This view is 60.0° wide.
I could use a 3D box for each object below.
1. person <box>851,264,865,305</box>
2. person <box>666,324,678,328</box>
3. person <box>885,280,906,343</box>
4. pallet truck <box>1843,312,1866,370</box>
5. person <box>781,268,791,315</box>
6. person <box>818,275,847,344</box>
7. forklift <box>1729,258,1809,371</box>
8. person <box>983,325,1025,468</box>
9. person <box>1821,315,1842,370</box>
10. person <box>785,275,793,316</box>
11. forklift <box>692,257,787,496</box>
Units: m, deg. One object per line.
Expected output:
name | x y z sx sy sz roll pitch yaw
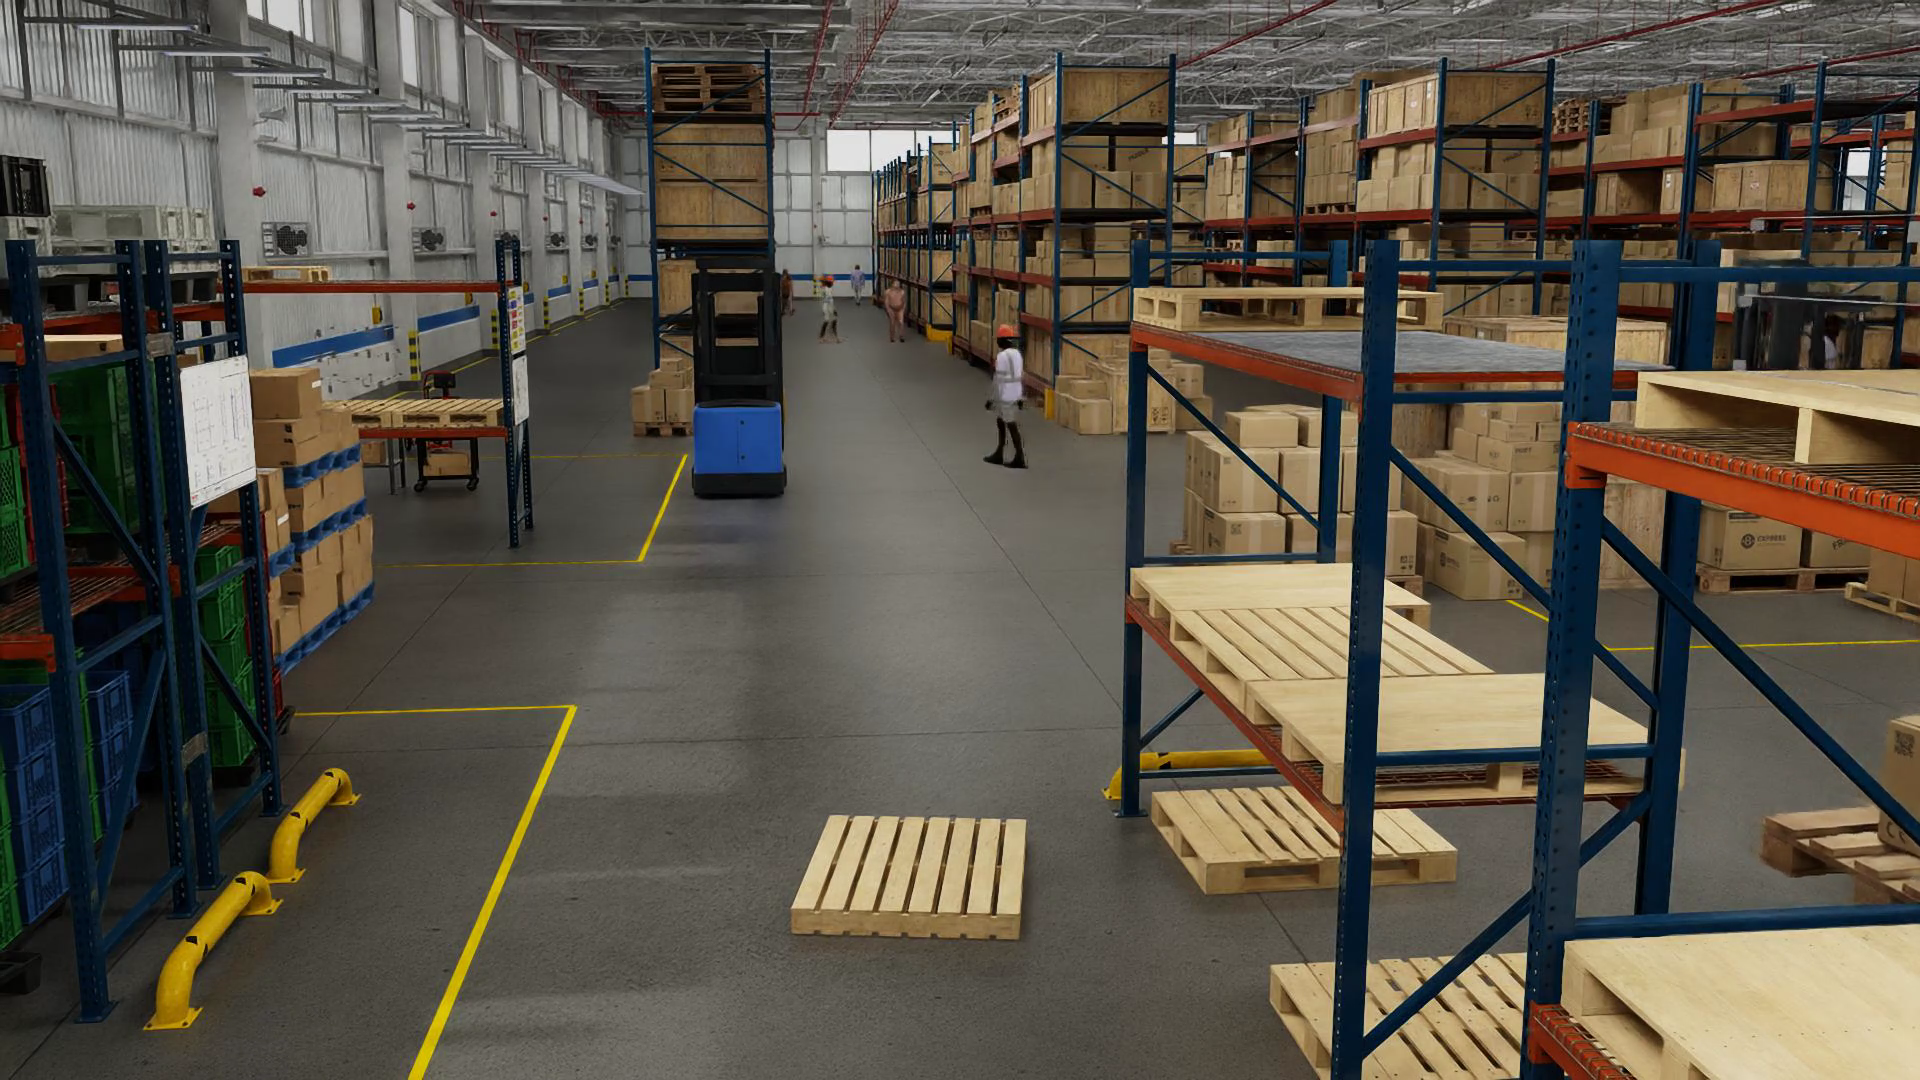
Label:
person | -4.769 -11.898 77.584 0.635 1.903 0.926 1 10 6
person | -7.497 -5.705 43.825 0.540 1.695 0.317 -8 13 -37
person | -1.889 -6.771 49.292 0.642 1.853 1.008 -3 11 -14
pallet truck | 15.846 -3.142 28.793 1.885 1.965 0.823 2 10 12
person | -7.087 -10.019 67.231 0.498 1.911 0.686 4 11 22
person | -3.715 -6.717 48.582 0.961 2.003 0.619 -1 10 -7
forklift | 9.127 -1.816 18.994 1.873 2.768 1.129 -1 10 -7
person | 0.549 -1.912 22.245 0.835 1.905 0.569 5 11 24
person | 13.130 -2.465 25.288 0.397 1.911 0.587 10 14 43
person | -6.880 -9.849 66.939 0.310 1.642 0.514 0 10 -2
forklift | -2.694 -2.026 20.160 1.129 2.768 1.873 -1 10 -6
